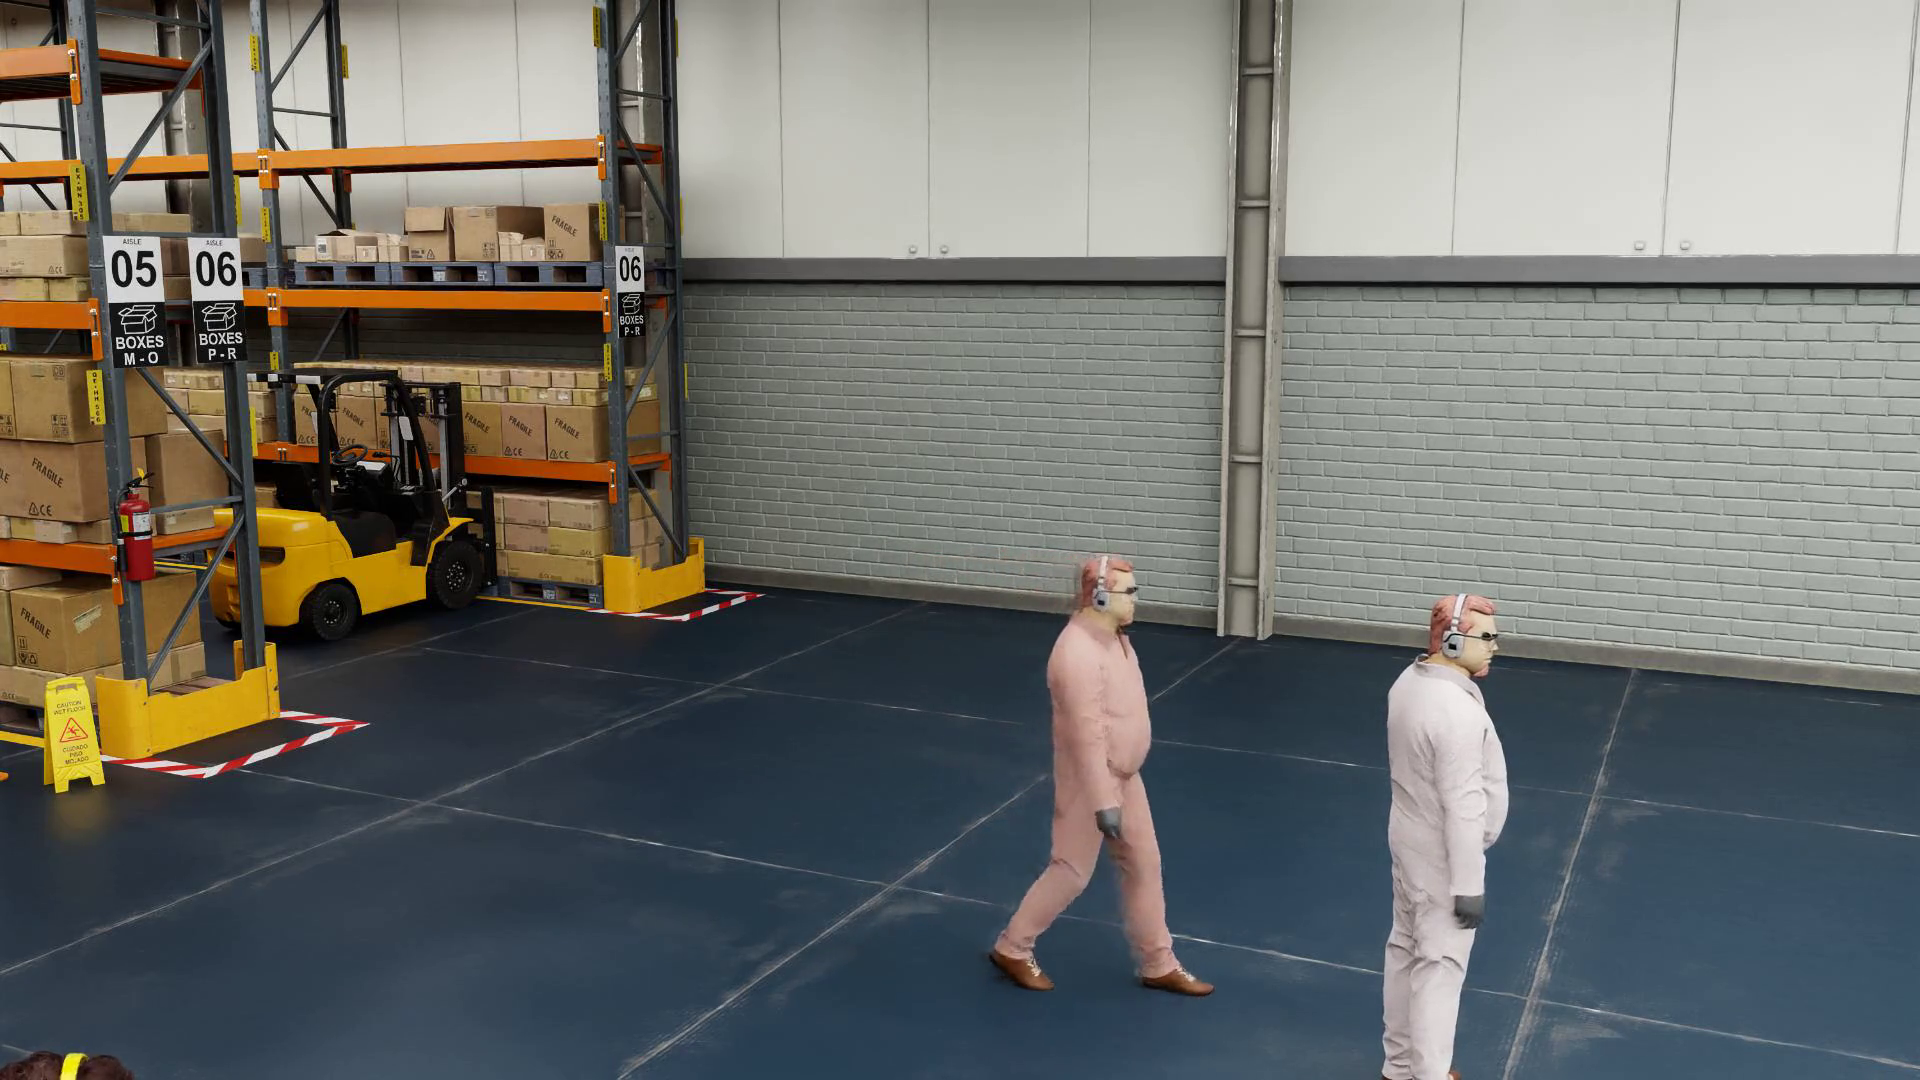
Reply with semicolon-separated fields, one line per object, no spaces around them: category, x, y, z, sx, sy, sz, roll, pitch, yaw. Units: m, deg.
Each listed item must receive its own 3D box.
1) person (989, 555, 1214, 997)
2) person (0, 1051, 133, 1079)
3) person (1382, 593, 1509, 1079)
person;0.573;0.985;6.900;0.905;1.871;0.649;4;10;25
person;-1.349;1.683;2.613;0.321;1.876;0.532;0;9;-1
person;1.735;1.129;5.927;0.401;1.905;0.642;0;9;-2
